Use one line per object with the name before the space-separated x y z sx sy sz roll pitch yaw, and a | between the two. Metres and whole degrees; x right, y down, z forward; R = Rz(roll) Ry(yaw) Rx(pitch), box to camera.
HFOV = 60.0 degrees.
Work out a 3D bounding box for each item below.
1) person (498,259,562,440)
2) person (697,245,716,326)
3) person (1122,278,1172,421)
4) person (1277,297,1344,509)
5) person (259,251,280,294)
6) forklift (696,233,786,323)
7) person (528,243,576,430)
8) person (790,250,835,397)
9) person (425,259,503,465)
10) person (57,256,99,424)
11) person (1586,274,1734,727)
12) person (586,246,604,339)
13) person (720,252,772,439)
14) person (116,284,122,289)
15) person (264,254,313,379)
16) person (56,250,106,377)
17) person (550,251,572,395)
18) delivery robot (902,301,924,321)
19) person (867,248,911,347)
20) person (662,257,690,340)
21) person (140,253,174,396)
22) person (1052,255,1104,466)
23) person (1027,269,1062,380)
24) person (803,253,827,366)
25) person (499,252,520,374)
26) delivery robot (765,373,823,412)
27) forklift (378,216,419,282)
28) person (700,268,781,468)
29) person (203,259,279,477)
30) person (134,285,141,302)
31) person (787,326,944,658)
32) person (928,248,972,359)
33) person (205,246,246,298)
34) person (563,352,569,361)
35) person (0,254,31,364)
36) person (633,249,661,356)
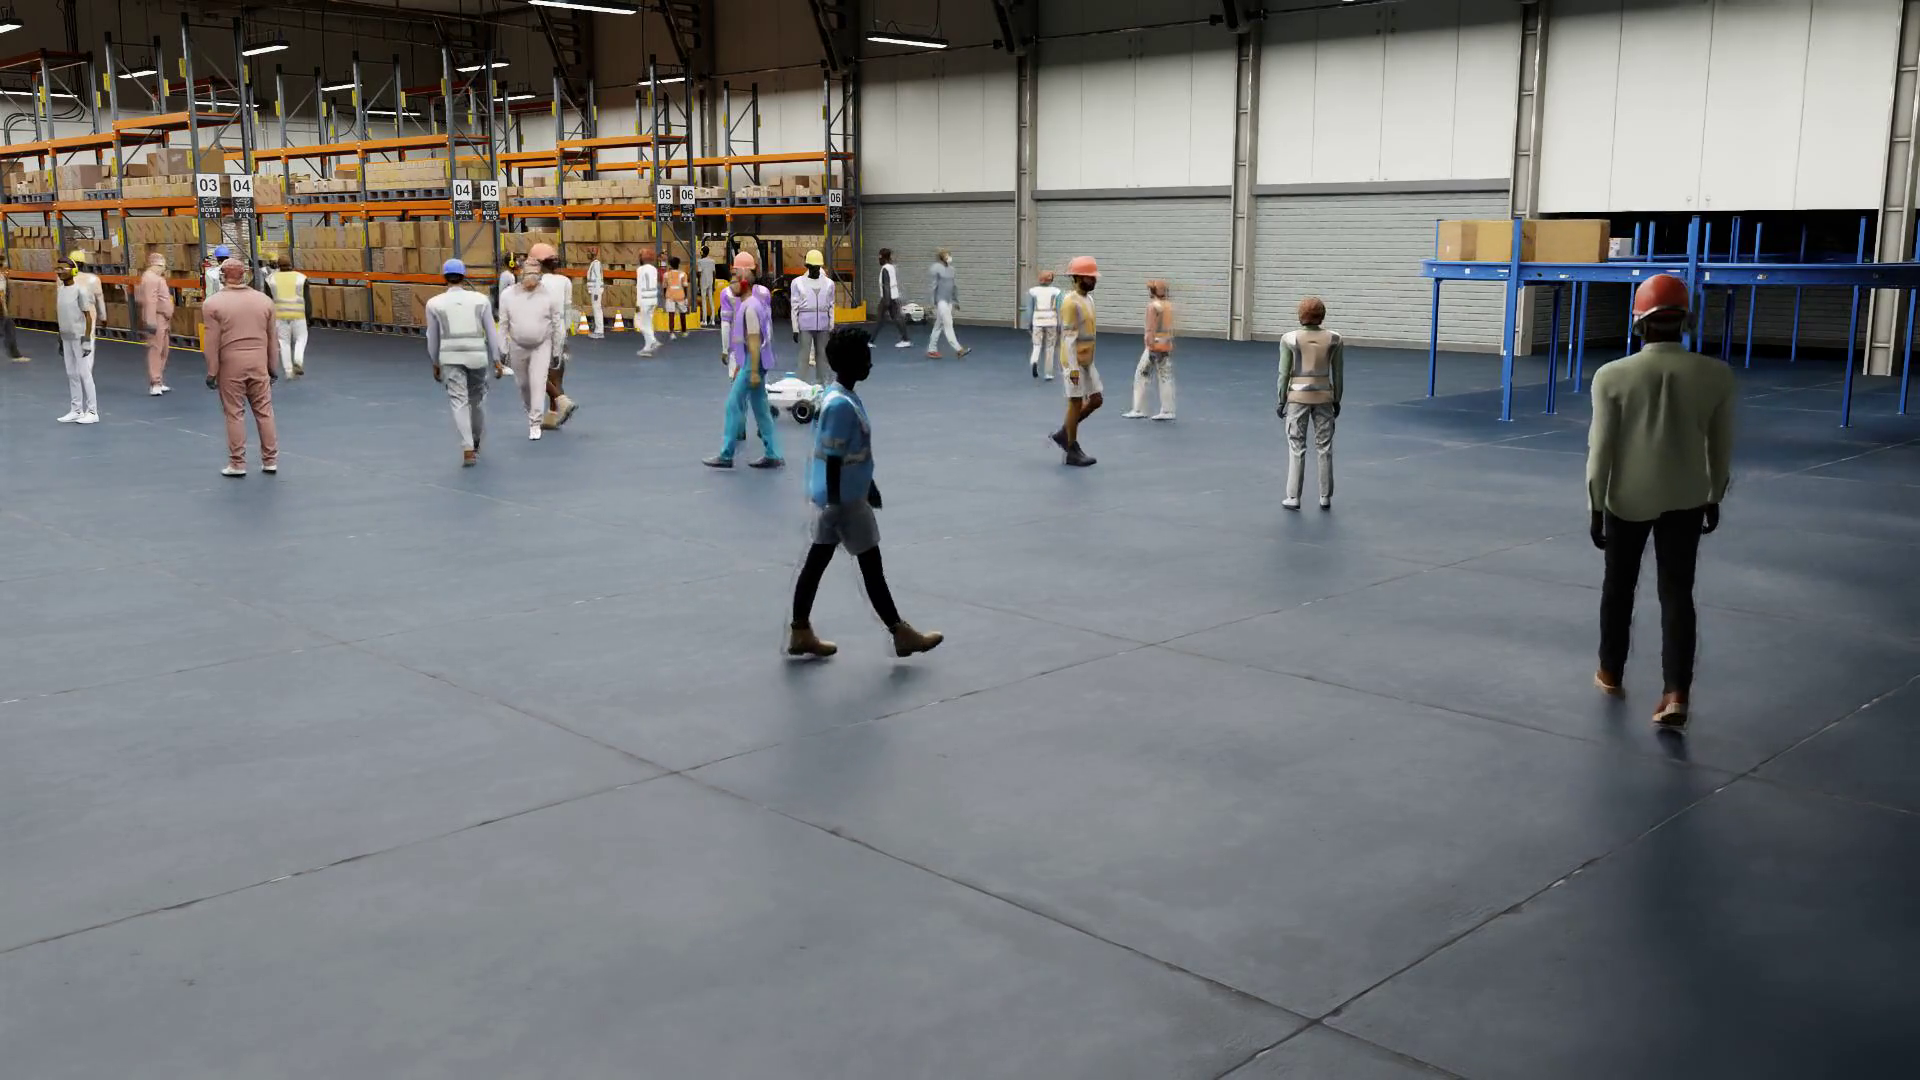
person | -4.536 -2.039 17.627 0.650 1.874 0.893 -1 10 -6
person | -5.983 -5.983 39.120 0.520 1.871 0.326 -9 14 -41
person | 2.170 -2.182 19.066 0.658 1.613 0.536 7 12 32
person | 2.710 -1.057 12.894 0.517 1.636 0.314 0 10 -2
person | -13.777 -4.900 33.423 0.593 1.804 0.883 -7 12 -33
forklift | -5.496 -6.489 41.108 2.313 2.155 1.214 -10 14 -44
person | -4.435 -2.198 18.053 0.592 2.027 0.616 5 12 26
person | -1.848 -2.700 21.061 0.587 1.928 0.364 -5 11 -25
person | -4.667 -1.683 15.652 0.662 1.872 1.019 -5 11 -24
person | -10.039 -2.262 18.815 0.532 1.876 0.319 5 12 26
person | 3.072 -0.185 7.310 0.618 1.954 1.010 2 11 13
person | -7.536 -5.115 34.345 0.341 1.882 0.587 -3 11 -17
person | -2.239 -2.031 17.384 0.547 1.939 0.376 -4 11 -20
person | -20.892 -6.276 40.812 0.621 1.838 0.429 -3 11 -18
person | -9.947 -3.314 24.676 0.645 1.827 0.439 -3 11 -17
person | -13.022 -3.343 24.666 0.598 1.896 0.898 -4 11 -21
person | -5.376 -2.866 21.971 0.543 1.925 0.466 1 10 4
delivery robot | -1.136 -5.504 39.958 0.477 0.478 0.707 -4 11 -23
person | -1.394 -4.587 31.536 1.024 1.863 0.613 2 11 11
person | -5.754 -4.902 33.786 0.557 1.649 0.847 1 10 5
person | -10.734 -2.892 22.275 0.397 1.876 0.772 -4 11 -20
person | 1.098 -1.655 15.371 0.462 1.925 0.547 6 12 30
person | 1.224 -3.134 24.243 0.524 1.619 0.576 3 11 16
person | -2.418 -3.797 27.277 0.429 1.844 0.627 -6 12 -28
person | -6.787 -3.470 25.467 0.720 1.841 0.573 -5 12 -26
delivery robot | -1.944 -1.681 19.108 0.707 0.478 0.477 3 11 15
forklift | -17.868 -9.201 54.028 1.873 2.768 1.129 -10 14 -44
person | -2.019 -1.547 15.091 0.838 1.811 0.599 -1 10 -6
person | -6.352 -1.521 14.696 0.403 1.904 0.651 10 14 42
person | -20.016 -6.319 40.696 0.652 1.965 0.634 -2 11 -9
person | -0.487 -0.228 8.283 0.838 1.652 0.546 -1 10 -6
person | -0.184 -4.039 28.454 0.985 1.888 0.655 7 12 33
person | -11.325 -3.561 25.700 0.618 1.944 0.400 -8 13 -37
person | -6.853 -3.684 27.198 0.893 1.658 0.538 -3 11 -15
person | -15.910 -3.805 27.424 0.839 1.814 0.539 -9 14 -40
person | -5.481 -4.149 29.094 0.432 1.876 0.613 4 11 22
